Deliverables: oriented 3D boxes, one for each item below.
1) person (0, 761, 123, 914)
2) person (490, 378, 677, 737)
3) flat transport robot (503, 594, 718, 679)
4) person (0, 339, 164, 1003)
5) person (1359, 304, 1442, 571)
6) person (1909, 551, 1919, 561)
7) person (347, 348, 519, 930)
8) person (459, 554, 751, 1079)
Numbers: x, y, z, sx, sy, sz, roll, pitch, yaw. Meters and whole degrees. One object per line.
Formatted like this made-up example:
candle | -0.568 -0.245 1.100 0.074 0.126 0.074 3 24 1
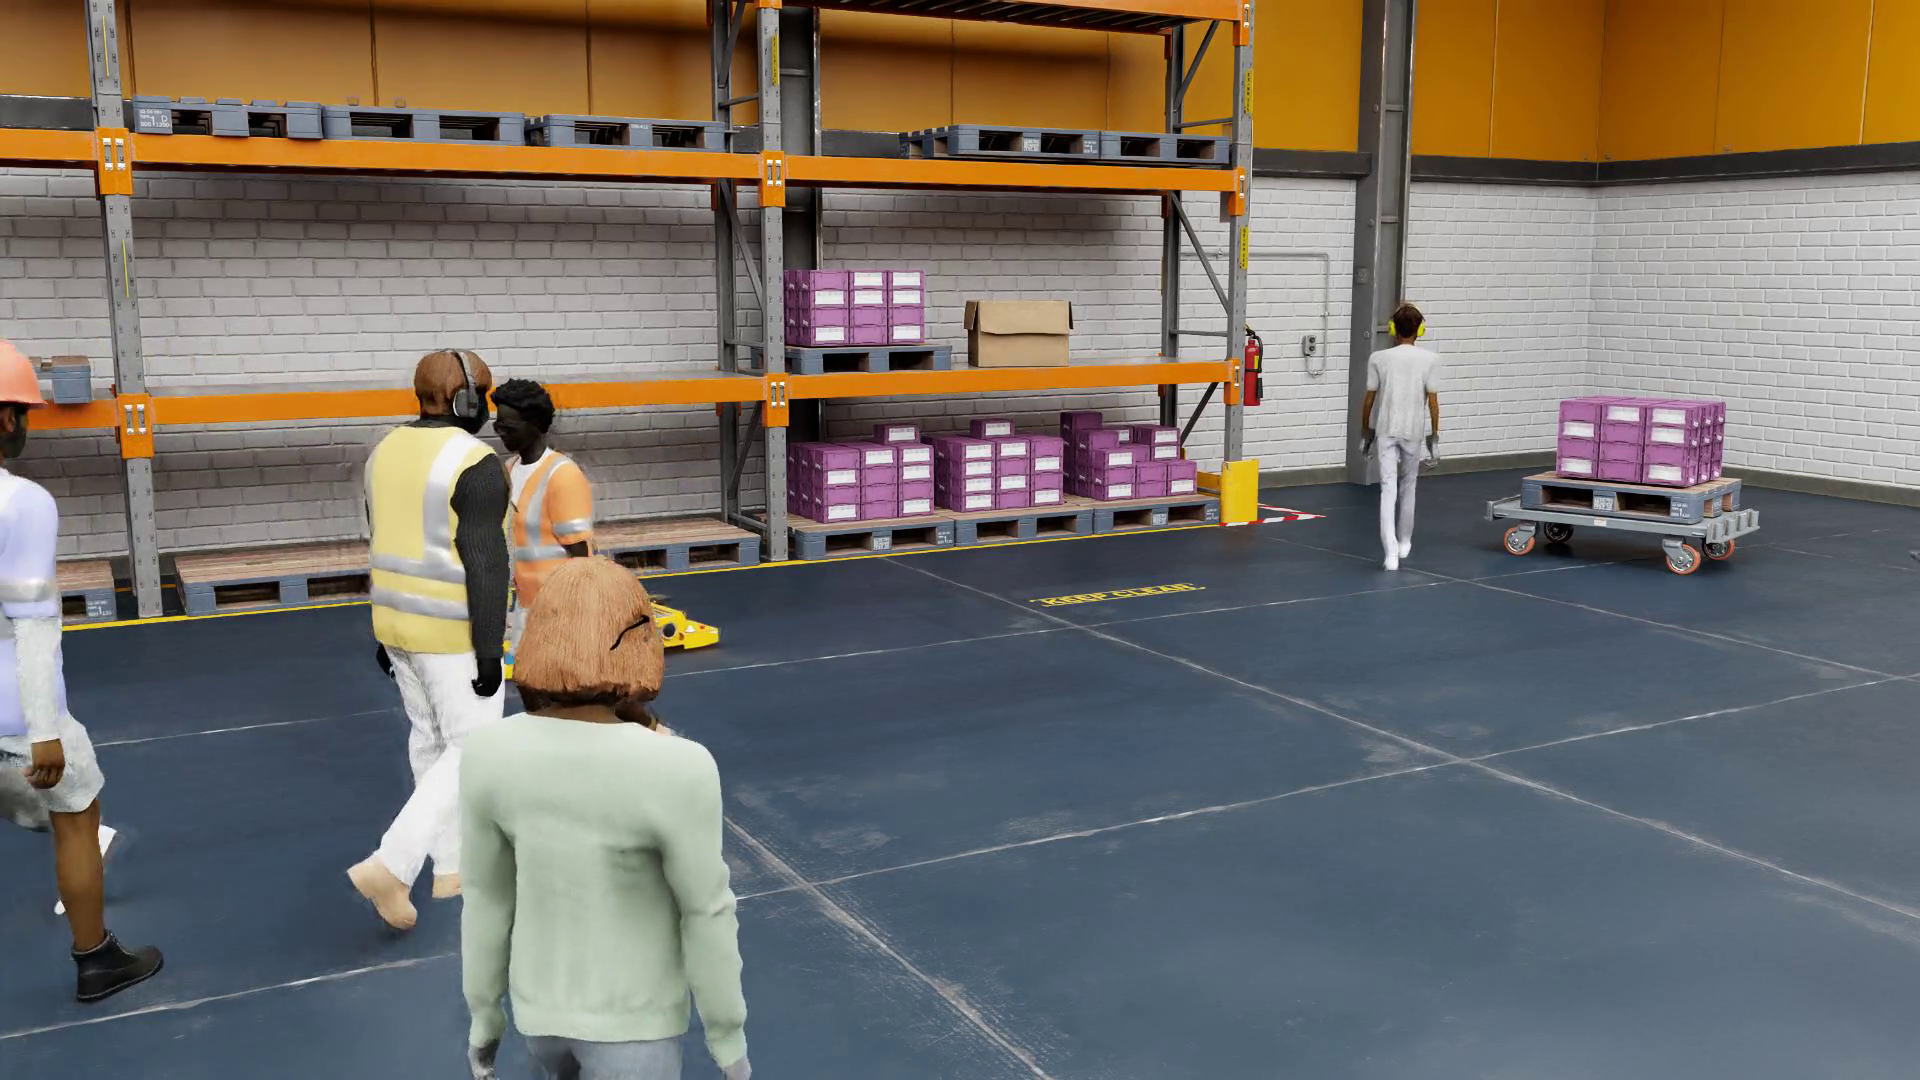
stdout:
person | -3.059 0.322 4.990 0.897 1.891 0.604 -8 12 -40
person | -1.452 0.198 6.404 0.667 1.665 0.551 -8 12 -40
flat transport robot | -2.065 0.500 8.809 1.431 0.197 0.652 -8 12 -40
person | -2.606 0.425 4.367 0.544 1.899 0.933 3 10 17
person | 3.059 -0.722 11.573 0.545 1.813 0.968 3 10 15
person | 7.121 -0.660 11.265 0.993 1.791 0.589 7 12 38
person | -1.699 0.312 5.246 0.646 1.826 0.630 7 12 36
person | -0.627 0.819 2.807 0.505 1.598 0.830 4 10 25
